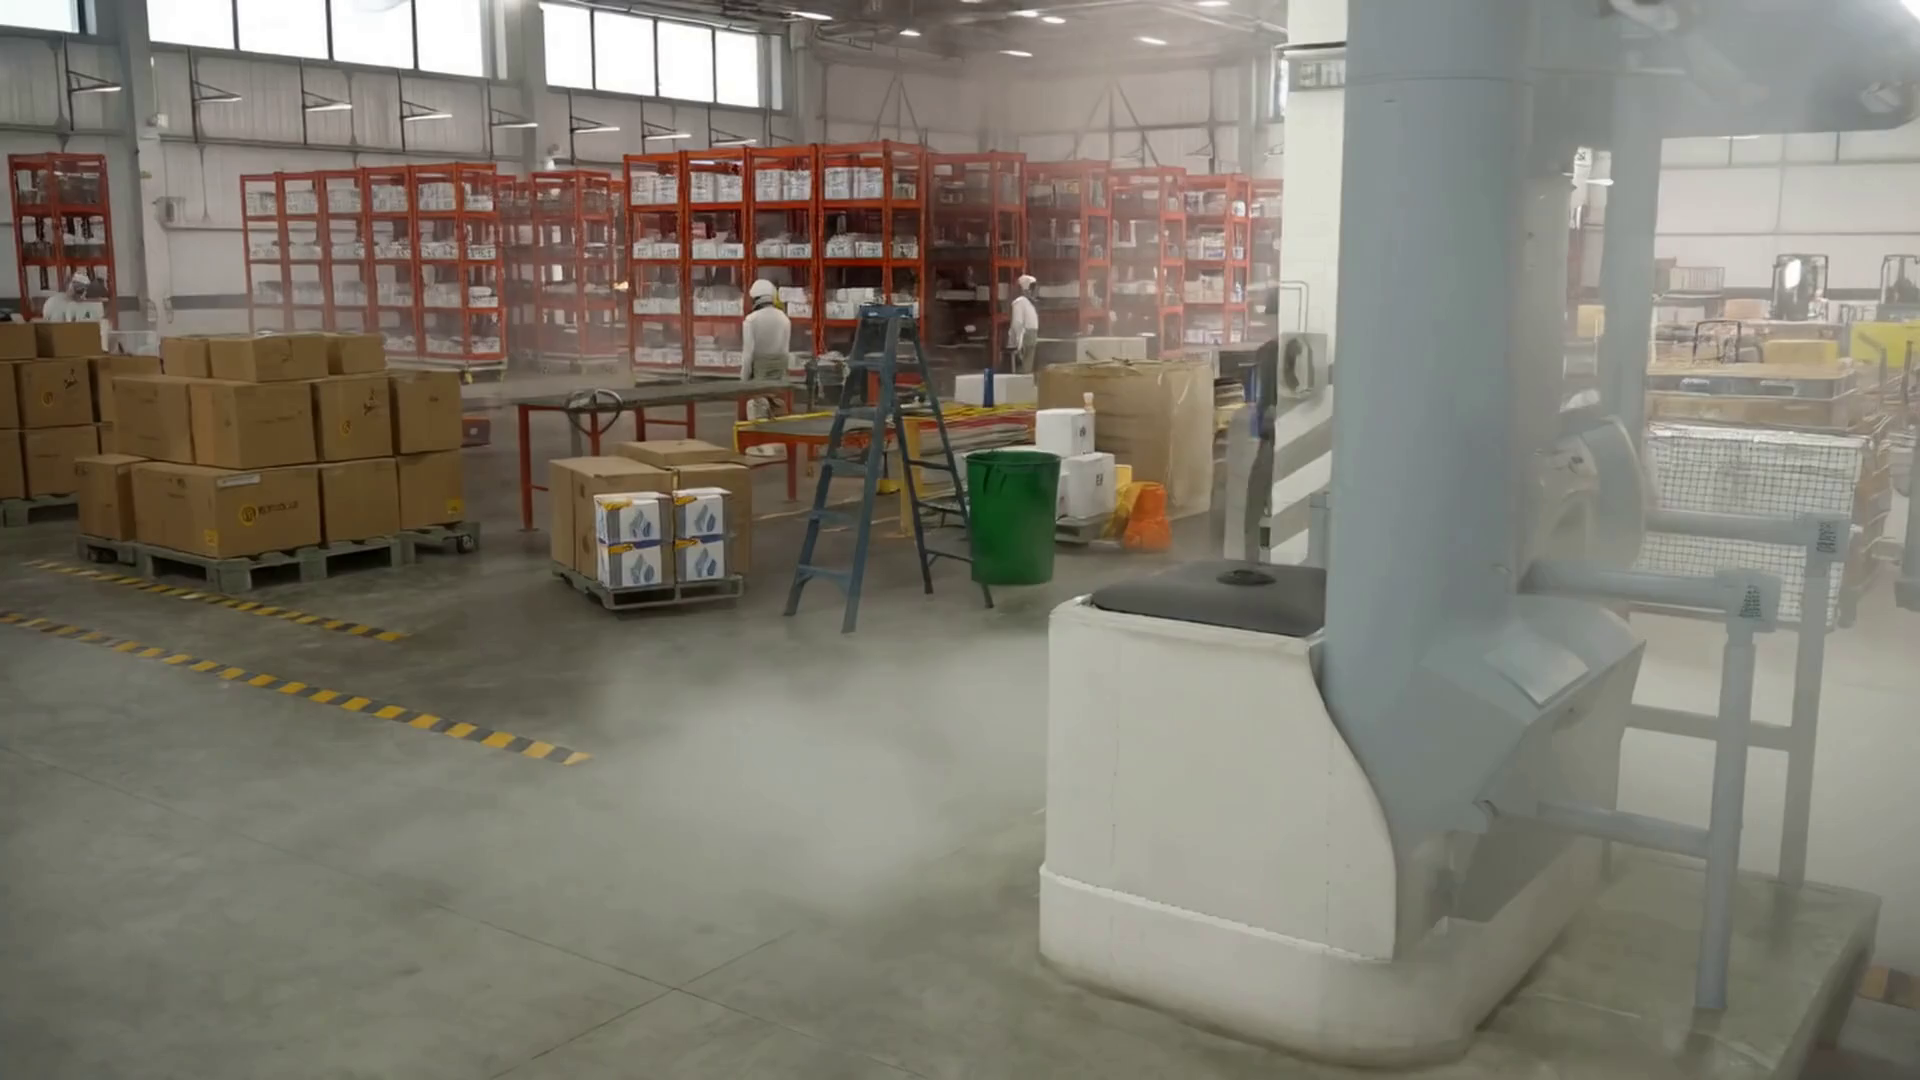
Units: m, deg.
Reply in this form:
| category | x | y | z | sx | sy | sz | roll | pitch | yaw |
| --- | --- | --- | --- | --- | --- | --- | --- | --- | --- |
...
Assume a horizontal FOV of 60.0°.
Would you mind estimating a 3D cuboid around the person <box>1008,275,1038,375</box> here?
| category | x | y | z | sx | sy | sz | roll | pitch | yaw |
| --- | --- | --- | --- | --- | --- | --- | --- | --- | --- |
| person | 0.794 | -2.377 | 20.760 | 0.377 | 1.847 | 0.569 | 2 | 10 | 13 |

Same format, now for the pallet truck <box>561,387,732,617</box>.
| category | x | y | z | sx | sy | sz | roll | pitch | yaw |
| --- | --- | --- | --- | --- | --- | --- | --- | --- | --- |
| pallet truck | -1.981 | -0.274 | 10.088 | 0.680 | 1.201 | 1.601 | -5 | 11 | -28 |

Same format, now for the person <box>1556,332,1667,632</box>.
| category | x | y | z | sx | sy | sz | roll | pitch | yaw |
| --- | --- | --- | --- | --- | --- | --- | --- | --- | --- |
| person | 3.476 | -0.292 | 8.901 | 0.547 | 1.644 | 0.862 | -2 | 10 | -13 |

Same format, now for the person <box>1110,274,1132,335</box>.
| category | x | y | z | sx | sy | sz | roll | pitch | yaw |
| --- | --- | --- | --- | --- | --- | --- | --- | --- | --- |
| person | 3.039 | -4.103 | 31.138 | 0.447 | 1.823 | 0.596 | -3 | 10 | -20 |

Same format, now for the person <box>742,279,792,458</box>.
| category | x | y | z | sx | sy | sz | roll | pitch | yaw |
| --- | --- | --- | --- | --- | --- | --- | --- | --- | --- |
| person | -1.978 | -1.707 | 16.820 | 0.404 | 1.834 | 0.590 | 9 | 13 | 43 |

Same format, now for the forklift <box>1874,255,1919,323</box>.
| category | x | y | z | sx | sy | sz | roll | pitch | yaw |
| --- | --- | --- | --- | --- | --- | --- | --- | --- | --- |
| forklift | 22.089 | -5.634 | 38.796 | 1.157 | 1.987 | 2.680 | 6 | 11 | 33 |

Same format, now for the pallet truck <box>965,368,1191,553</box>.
| category | x | y | z | sx | sy | sz | roll | pitch | yaw |
| --- | --- | --- | --- | --- | --- | --- | --- | --- | --- |
| pallet truck | 0.845 | -0.609 | 11.869 | 1.630 | 1.274 | 0.653 | 7 | 12 | 35 |

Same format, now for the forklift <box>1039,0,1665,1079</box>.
| category | x | y | z | sx | sy | sz | roll | pitch | yaw |
| --- | --- | --- | --- | --- | --- | --- | --- | --- | --- |
| forklift | 1.249 | -0.137 | 4.360 | 1.873 | 2.768 | 1.129 | 7 | 12 | 35 |

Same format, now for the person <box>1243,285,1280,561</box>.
| category | x | y | z | sx | sy | sz | roll | pitch | yaw |
| --- | --- | --- | --- | --- | --- | --- | --- | --- | --- |
| person | 2.013 | -0.564 | 9.840 | 0.968 | 1.904 | 0.615 | -7 | 12 | -34 |

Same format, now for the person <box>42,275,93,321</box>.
| category | x | y | z | sx | sy | sz | roll | pitch | yaw |
| --- | --- | --- | --- | --- | --- | --- | --- | --- | --- |
| person | -11.201 | -2.414 | 21.019 | 0.959 | 1.841 | 0.716 | 6 | 11 | 31 |

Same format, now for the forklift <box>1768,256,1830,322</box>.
| category | x | y | z | sx | sy | sz | roll | pitch | yaw |
| --- | --- | --- | --- | --- | --- | --- | --- | --- | --- |
| forklift | 20.253 | -5.854 | 40.139 | 1.157 | 1.987 | 2.680 | 7 | 12 | 35 |
